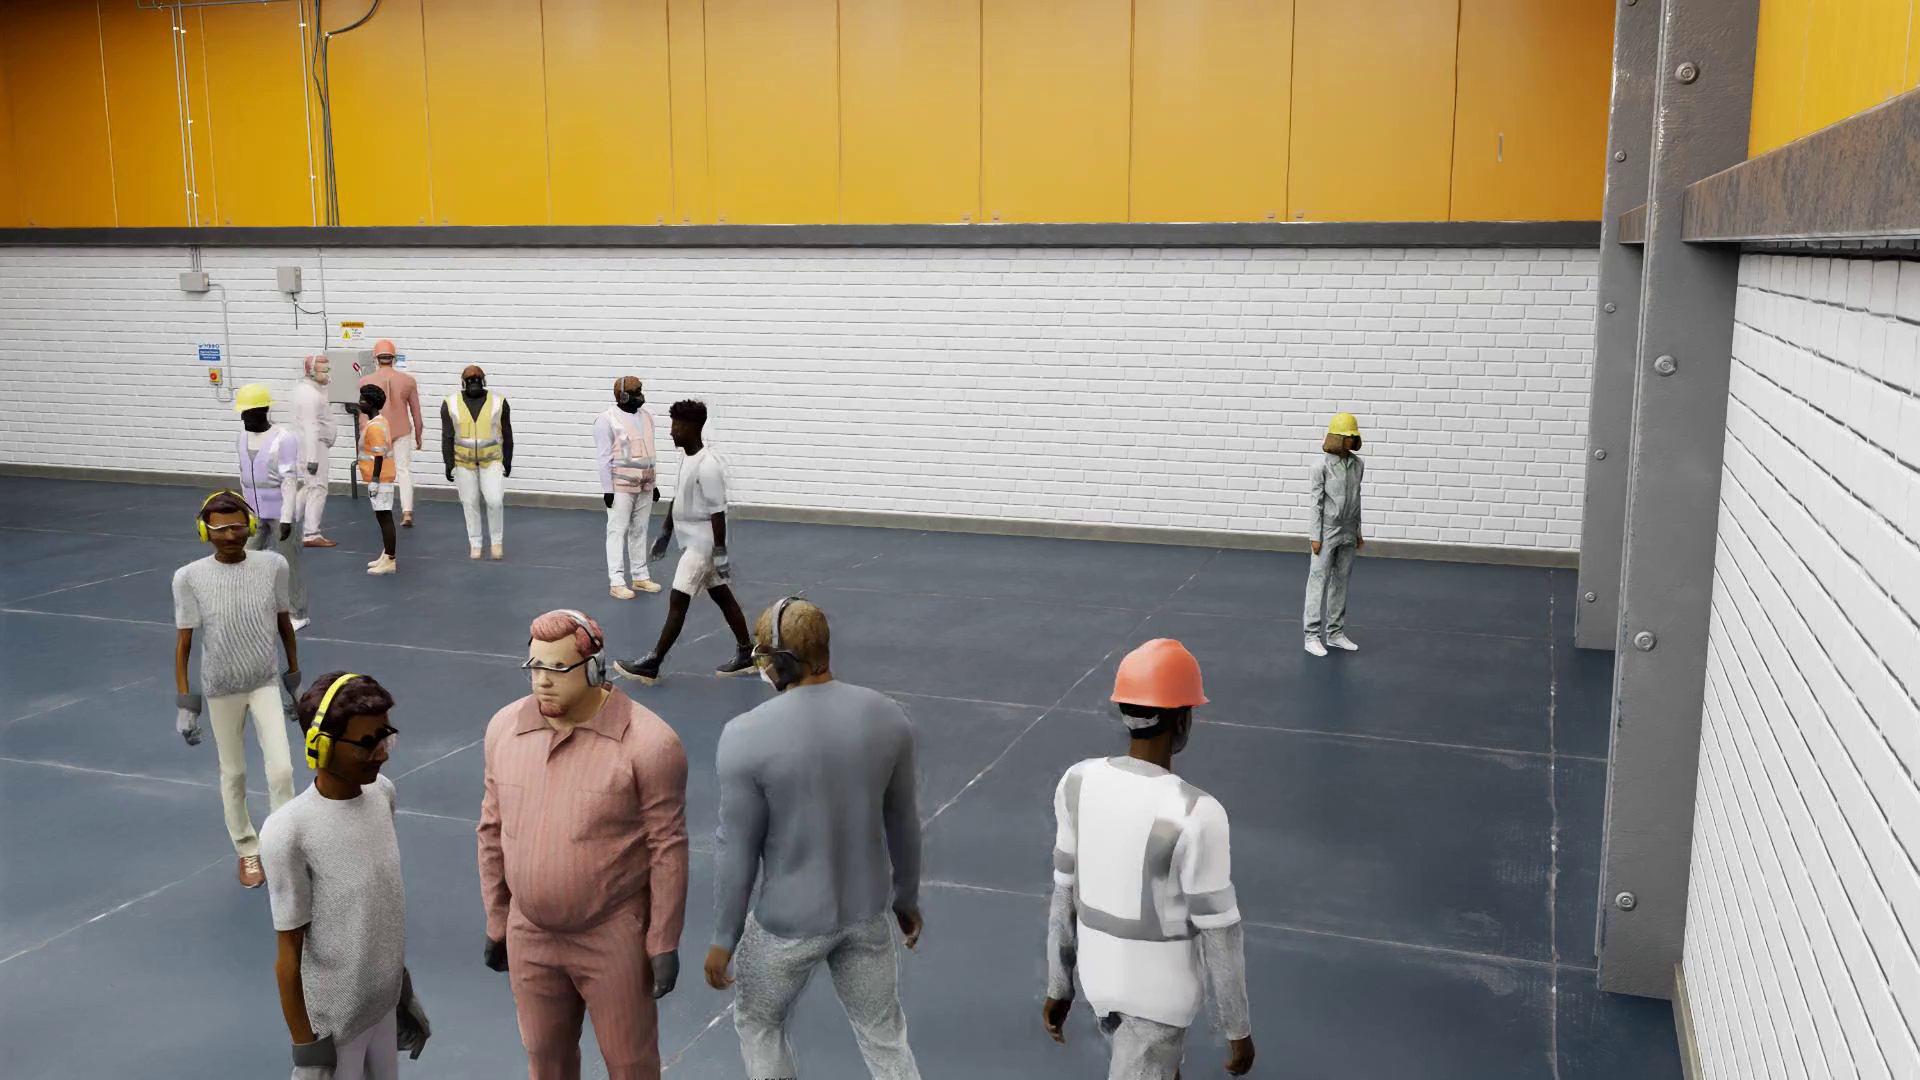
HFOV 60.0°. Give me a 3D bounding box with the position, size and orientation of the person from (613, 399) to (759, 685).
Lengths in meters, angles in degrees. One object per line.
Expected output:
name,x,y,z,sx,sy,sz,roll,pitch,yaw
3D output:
person,-1.812,0.021,11.115,1.017,1.888,0.603,-3,11,-17

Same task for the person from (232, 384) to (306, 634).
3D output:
person,-5.178,-0.199,12.321,0.610,1.896,0.779,4,11,21

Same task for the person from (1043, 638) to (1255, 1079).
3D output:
person,0.507,1.205,4.534,1.052,1.872,0.575,-9,13,-41

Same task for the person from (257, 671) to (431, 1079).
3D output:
person,-1.550,1.248,4.291,0.329,1.865,0.508,2,10,11

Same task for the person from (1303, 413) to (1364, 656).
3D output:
person,2.709,-0.045,11.910,0.491,1.743,0.324,-6,12,-32

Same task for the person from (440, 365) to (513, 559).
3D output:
person,-4.480,-0.711,15.453,0.633,1.826,0.563,-2,10,-13

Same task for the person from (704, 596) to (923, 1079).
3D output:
person,-0.422,1.116,4.933,0.715,1.898,0.722,-7,12,-34

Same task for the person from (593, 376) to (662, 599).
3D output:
person,-2.744,-0.445,13.886,0.429,1.844,0.621,7,12,33

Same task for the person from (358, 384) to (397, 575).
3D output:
person,-5.194,-0.542,14.836,0.319,1.697,0.533,-3,10,-16

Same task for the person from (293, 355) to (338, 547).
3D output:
person,-6.330,-0.847,16.070,0.631,1.877,0.699,-5,11,-24

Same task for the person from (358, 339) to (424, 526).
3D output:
person,-5.949,-1.124,17.426,0.644,1.950,1.029,-5,11,-25

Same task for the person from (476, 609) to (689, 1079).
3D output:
person,-1.113,1.131,4.834,0.651,1.904,0.403,3,10,16

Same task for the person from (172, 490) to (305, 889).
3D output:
person,-3.177,0.704,7.399,0.576,1.841,0.759,-6,12,-32
